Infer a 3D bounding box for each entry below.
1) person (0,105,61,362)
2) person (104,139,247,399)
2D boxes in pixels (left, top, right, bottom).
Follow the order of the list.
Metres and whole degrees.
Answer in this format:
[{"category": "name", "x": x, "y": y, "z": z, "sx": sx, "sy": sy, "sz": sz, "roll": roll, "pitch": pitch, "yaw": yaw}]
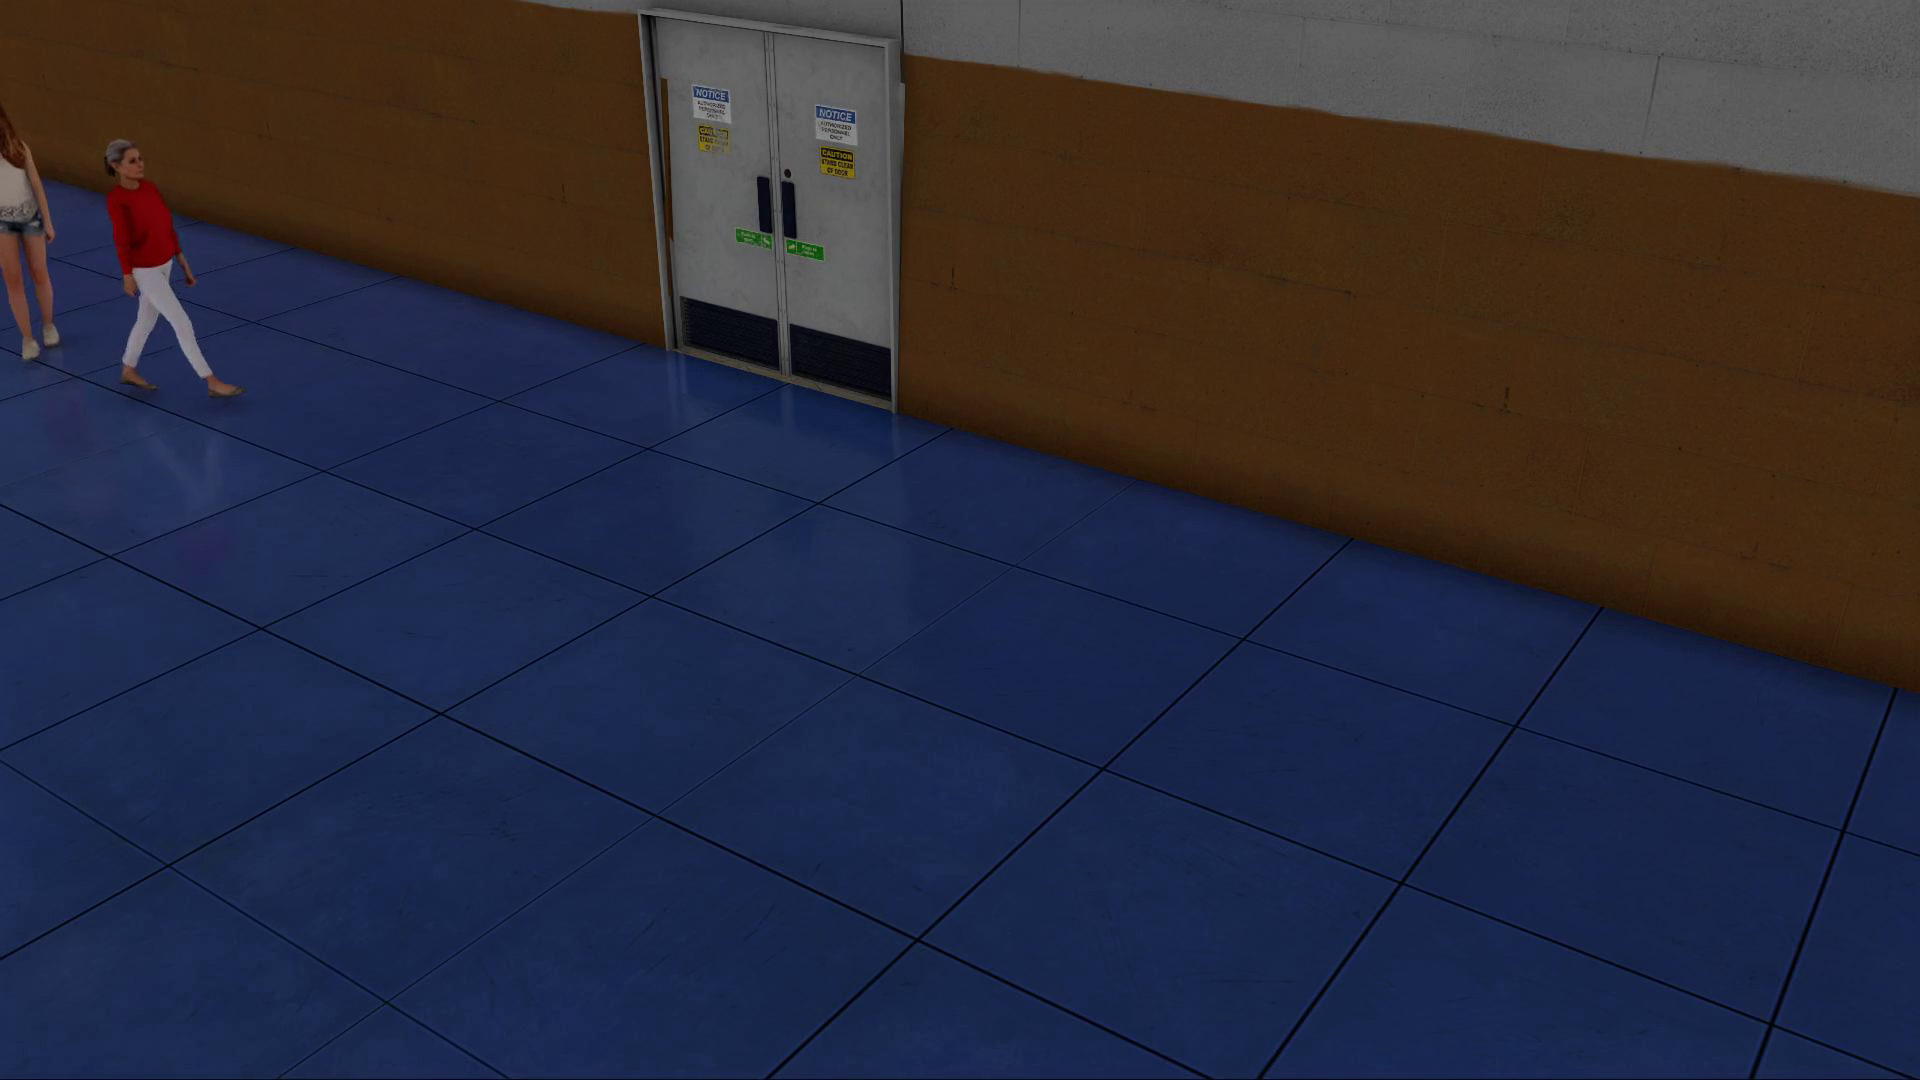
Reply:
[{"category": "person", "x": -6.405, "y": -2.152, "z": 11.330, "sx": 0.914, "sy": 1.737, "sz": 0.885, "roll": -13, "pitch": 30, "yaw": -24}, {"category": "person", "x": -5.156, "y": -1.661, "z": 10.463, "sx": 0.945, "sy": 1.646, "sz": 1.137, "roll": 5, "pitch": 27, "yaw": 11}]
